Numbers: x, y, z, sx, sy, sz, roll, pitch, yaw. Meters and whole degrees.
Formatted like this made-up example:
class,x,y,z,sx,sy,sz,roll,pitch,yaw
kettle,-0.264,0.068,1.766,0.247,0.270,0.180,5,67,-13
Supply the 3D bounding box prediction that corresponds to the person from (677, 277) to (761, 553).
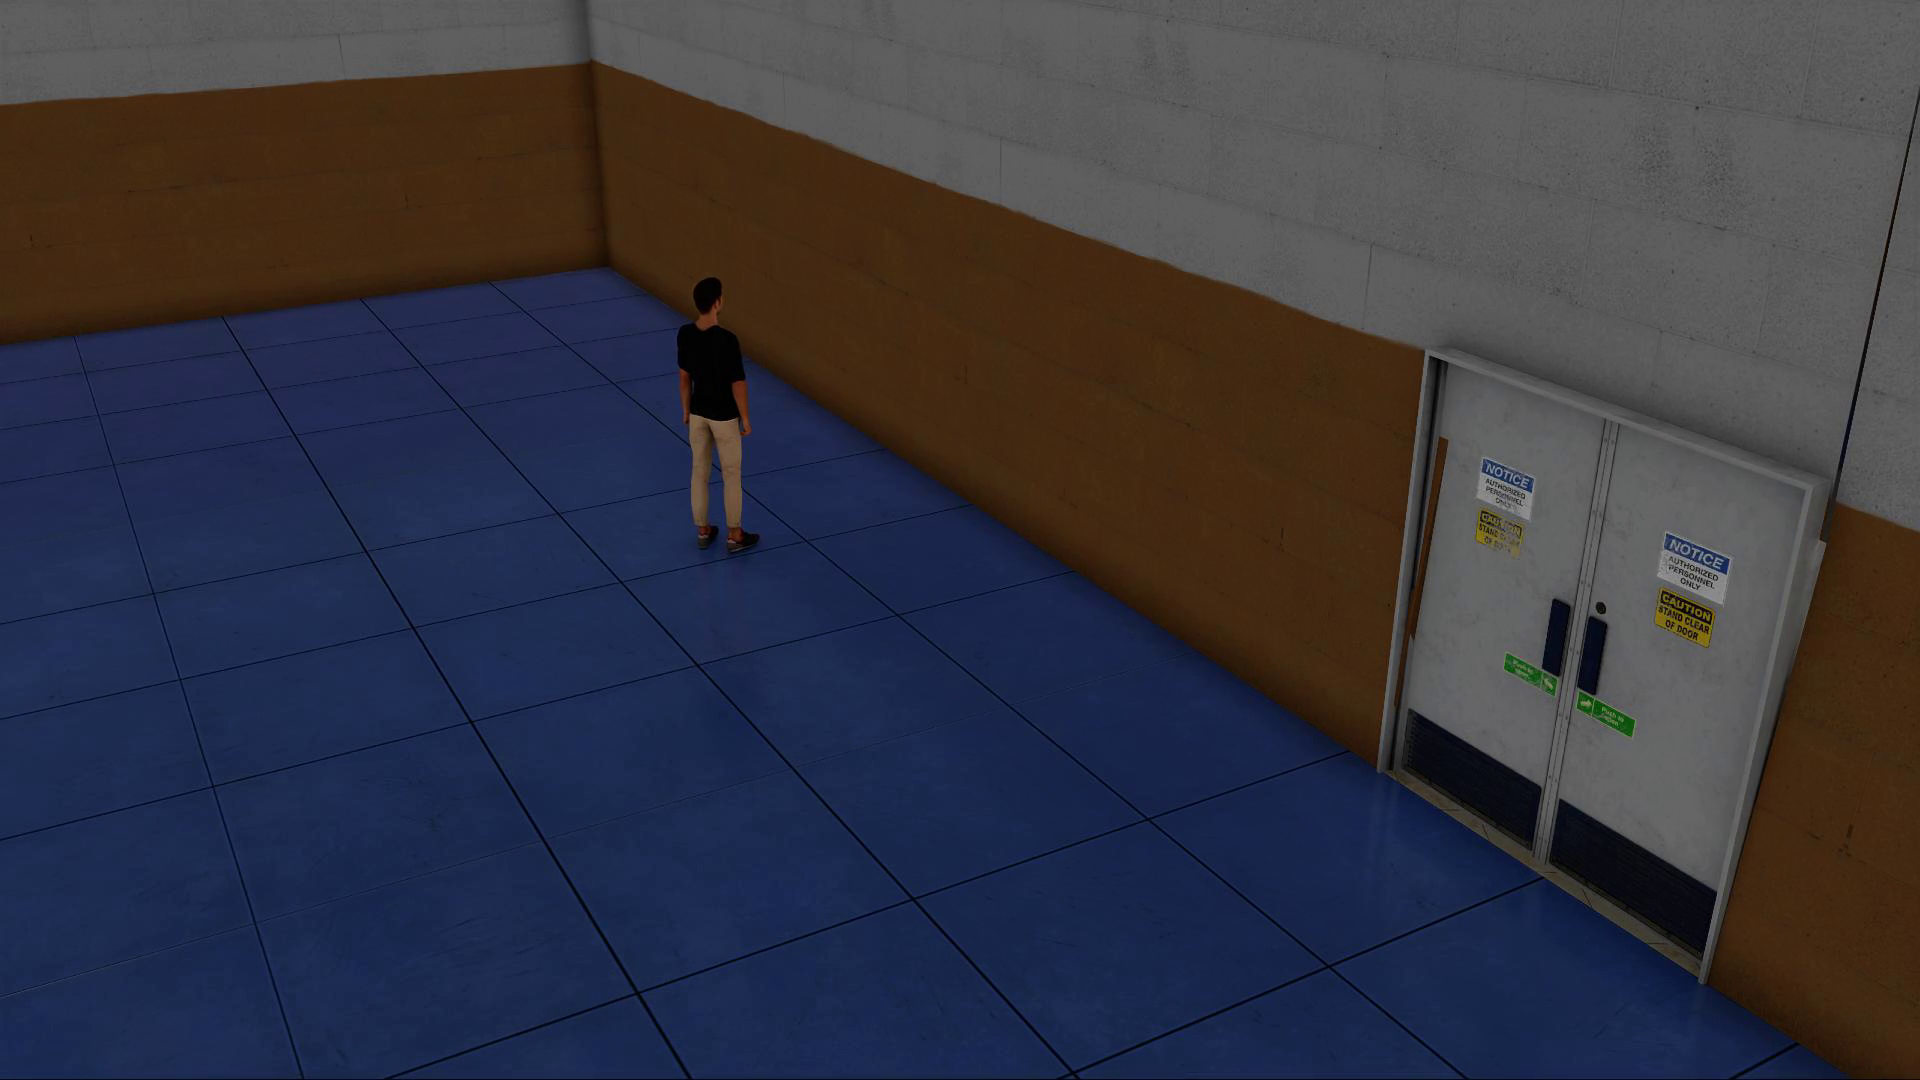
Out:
class,x,y,z,sx,sy,sz,roll,pitch,yaw
person,-1.627,-0.826,11.018,0.720,1.858,0.739,10,25,21
